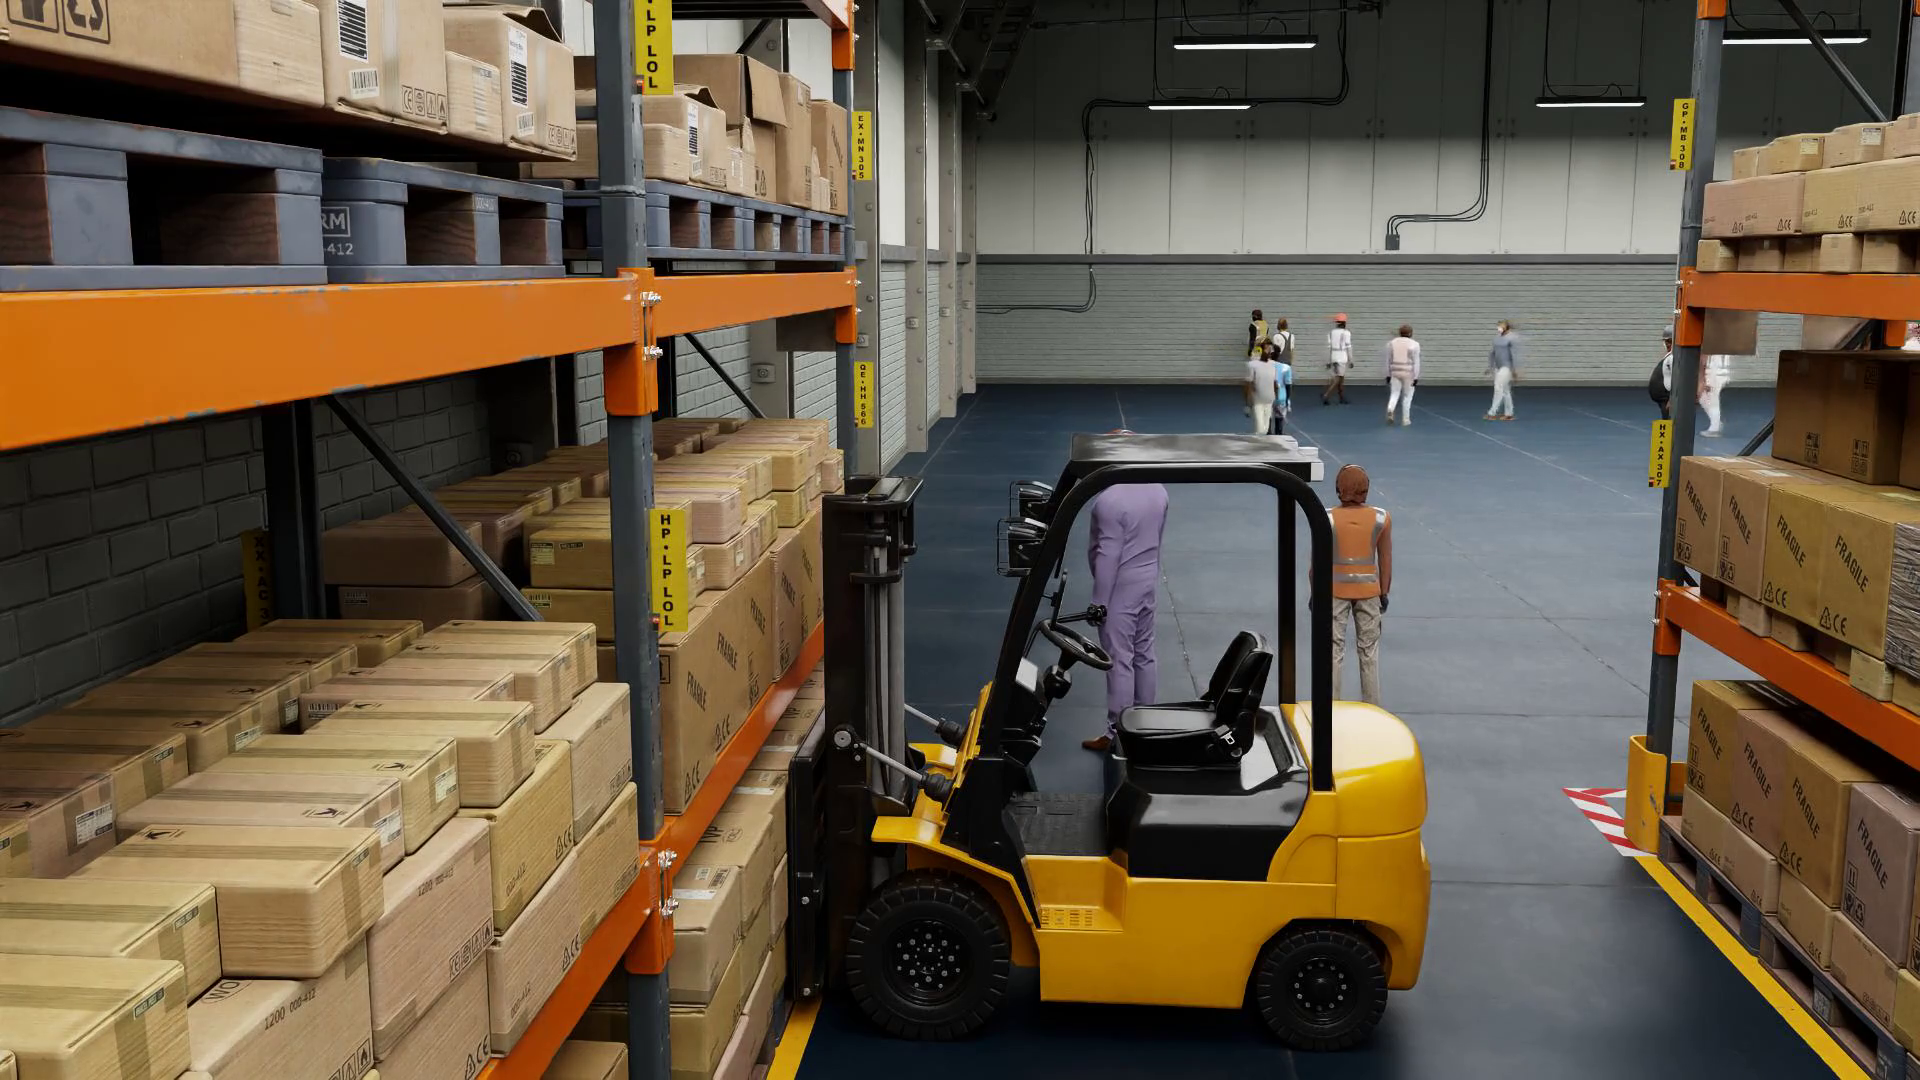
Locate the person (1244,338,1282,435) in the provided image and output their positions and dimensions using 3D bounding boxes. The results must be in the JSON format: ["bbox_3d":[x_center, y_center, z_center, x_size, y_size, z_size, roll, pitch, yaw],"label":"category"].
[{"bbox_3d":[4.252,-1.888,23.246,0.504,1.857,0.406,-5,11,-27],"label":"person"}]

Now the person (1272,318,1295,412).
[{"bbox_3d":[6.310,-3.417,32.548,0.506,1.842,0.342,-5,11,-29],"label":"person"}]

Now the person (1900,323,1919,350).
[{"bbox_3d":[16.203,-2.741,28.297,0.652,1.888,0.723,-3,10,-18],"label":"person"}]

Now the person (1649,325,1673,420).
[{"bbox_3d":[10.040,-2.034,23.568,0.536,2.000,0.683,4,10,23],"label":"person"}]

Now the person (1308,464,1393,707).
[{"bbox_3d":[2.421,0.350,10.329,0.513,1.642,0.311,0,9,1],"label":"person"}]

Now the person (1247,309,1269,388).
[{"bbox_3d":[6.955,-4.483,39.016,0.429,1.844,0.623,9,13,43],"label":"person"}]

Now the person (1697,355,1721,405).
[{"bbox_3d":[15.466,-3.716,34.220,0.585,1.888,0.650,-2,10,-12],"label":"person"}]

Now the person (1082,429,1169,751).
[{"bbox_3d":[0.951,0.300,9.826,0.407,1.909,0.639,7,12,37],"label":"person"}]

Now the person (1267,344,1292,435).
[{"bbox_3d":[4.739,-2.132,25.237,0.553,1.671,0.683,1,9,9],"label":"person"}]

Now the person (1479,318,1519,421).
[{"bbox_3d":[9.891,-3.131,30.646,0.917,1.905,0.635,-2,10,-14],"label":"person"}]

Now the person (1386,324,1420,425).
[{"bbox_3d":[7.916,-2.951,29.767,0.641,1.828,0.631,7,12,35],"label":"person"}]

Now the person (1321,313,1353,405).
[{"bbox_3d":[7.764,-3.722,34.219,0.865,1.909,0.547,-5,11,-29],"label":"person"}]

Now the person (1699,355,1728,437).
[{"bbox_3d":[12.609,-2.657,27.853,0.421,1.870,0.614,6,11,31],"label":"person"}]
